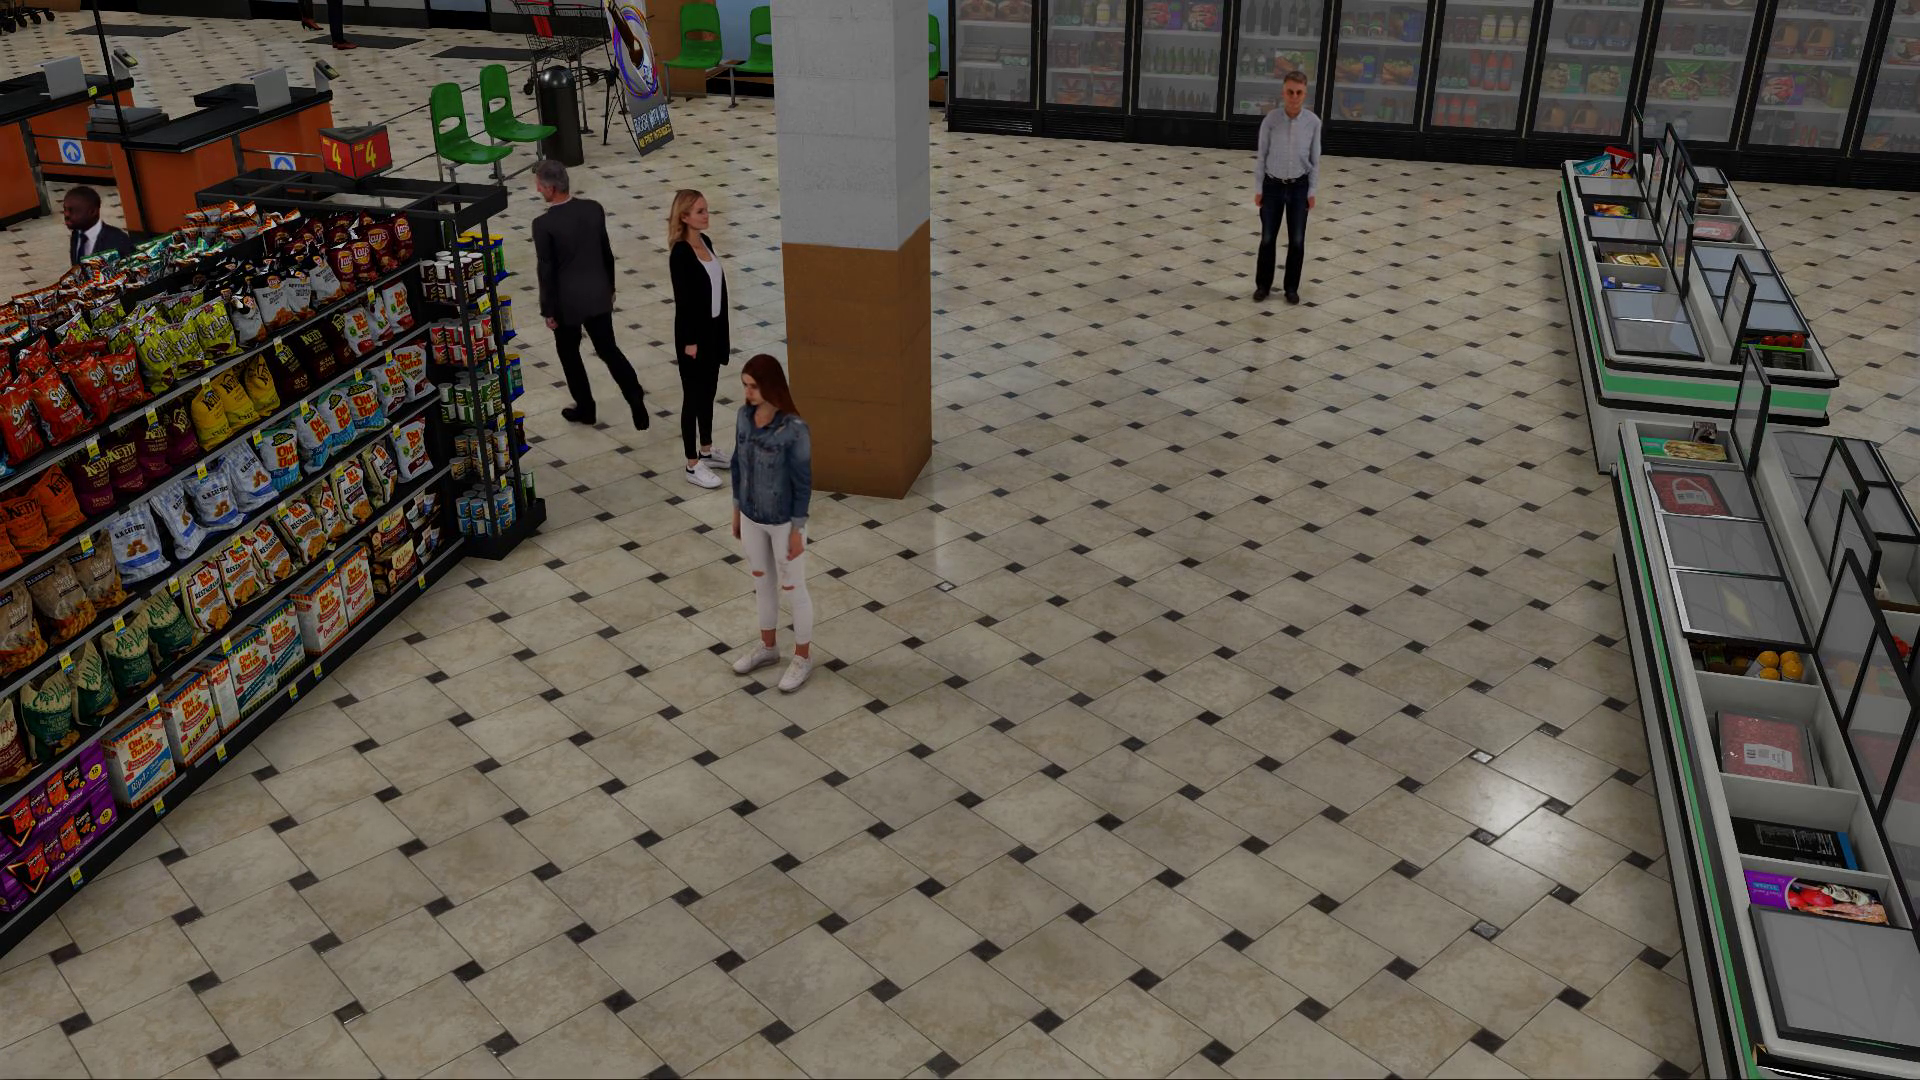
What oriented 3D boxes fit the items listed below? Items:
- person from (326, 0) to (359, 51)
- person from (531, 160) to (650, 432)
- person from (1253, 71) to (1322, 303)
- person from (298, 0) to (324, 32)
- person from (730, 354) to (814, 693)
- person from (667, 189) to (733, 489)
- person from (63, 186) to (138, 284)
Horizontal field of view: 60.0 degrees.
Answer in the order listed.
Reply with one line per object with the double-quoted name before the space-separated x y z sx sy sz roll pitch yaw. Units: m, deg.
"person" -8.572 -7.594 22.661 0.742 1.727 0.710 -18 32 -32
"person" -2.374 -1.494 10.554 1.158 1.798 1.143 -20 33 -34
"person" 2.558 -2.773 13.054 0.659 1.818 0.580 5 27 9
"person" -9.475 -8.223 23.952 0.721 1.680 0.726 -23 35 -38
"person" -0.879 -0.099 7.913 0.677 1.699 0.637 18 32 32
"person" -1.574 -1.217 10.005 0.661 1.801 0.456 8 28 15
"person" -5.061 -1.276 10.107 0.799 1.813 0.799 15 31 28
